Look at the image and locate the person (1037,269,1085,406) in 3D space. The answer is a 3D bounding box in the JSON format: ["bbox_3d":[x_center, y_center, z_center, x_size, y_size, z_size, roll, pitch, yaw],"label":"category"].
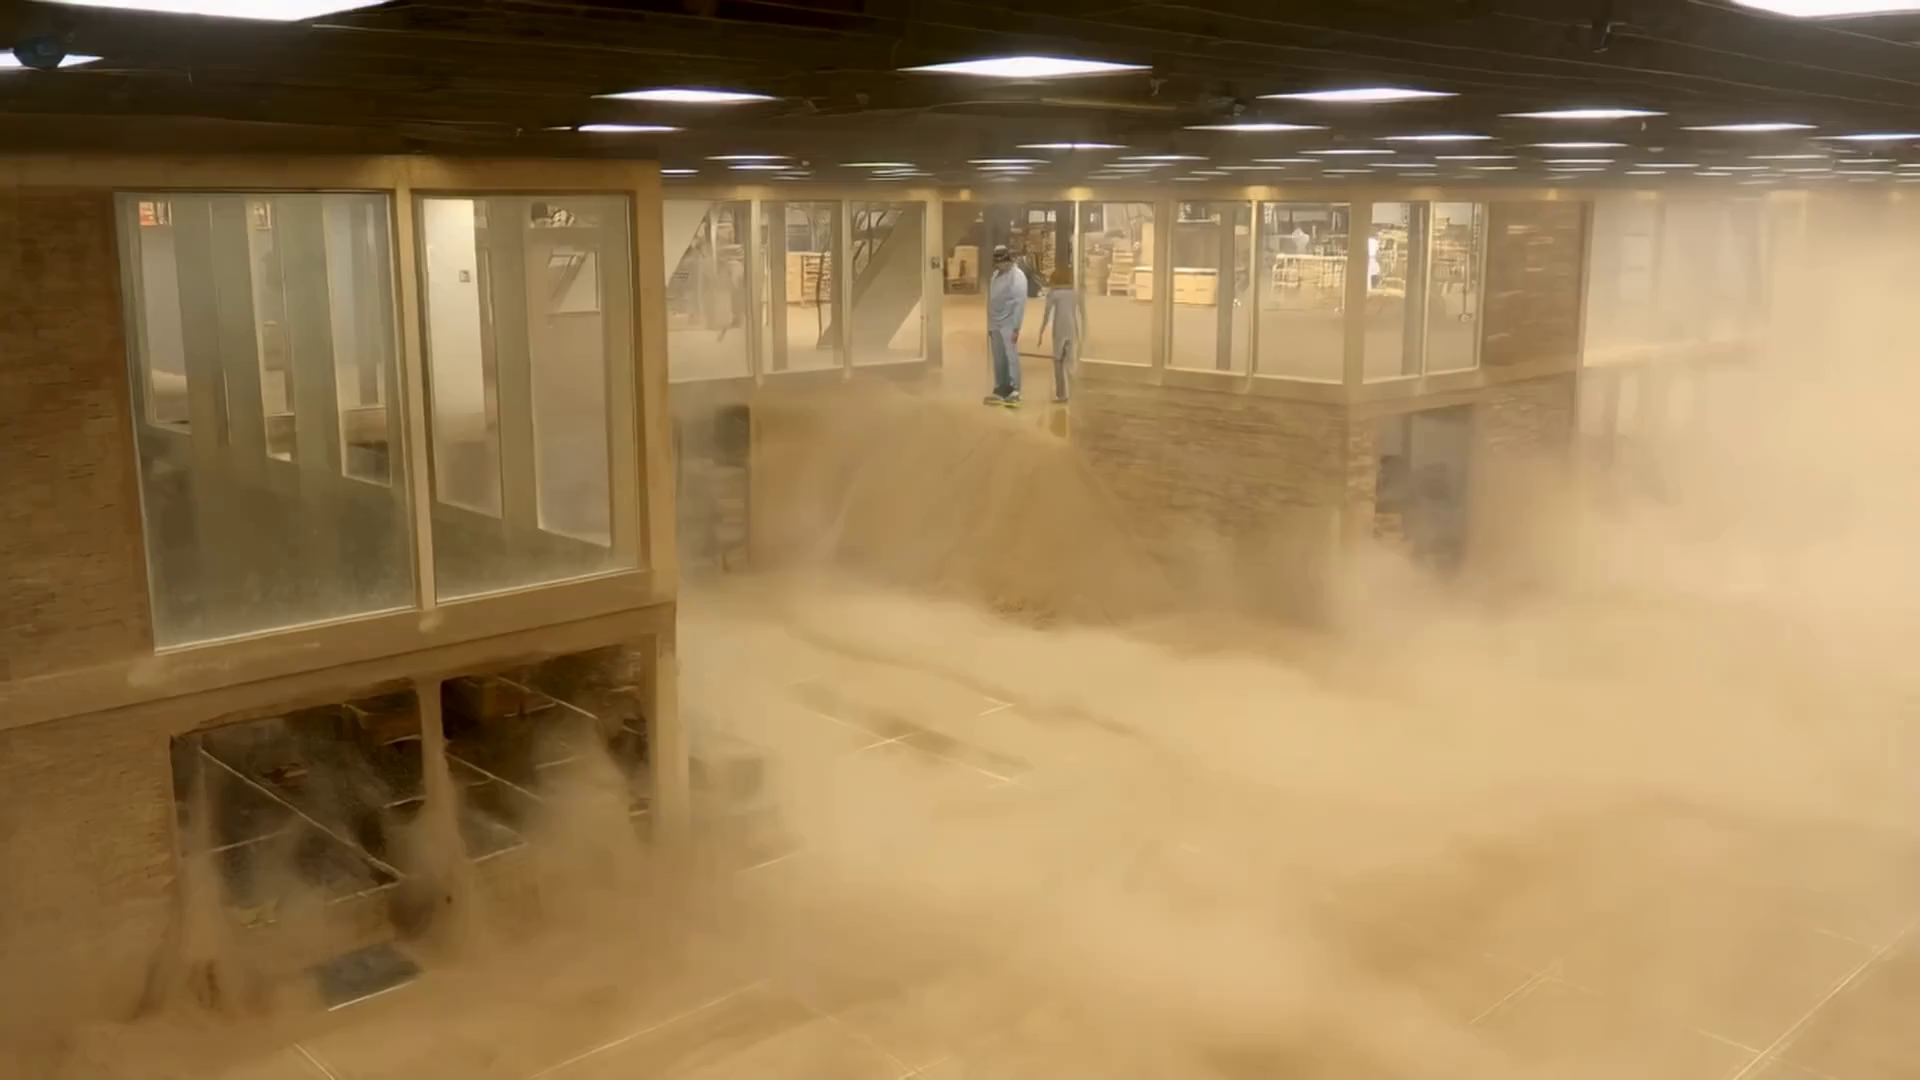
[{"bbox_3d":[1.201,-2.399,19.708,0.528,1.613,0.475,-6,13,-28],"label":"person"}]

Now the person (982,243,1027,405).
[{"bbox_3d":[0.513,-2.573,19.856,0.402,1.906,0.651,-8,14,-34],"label":"person"}]
